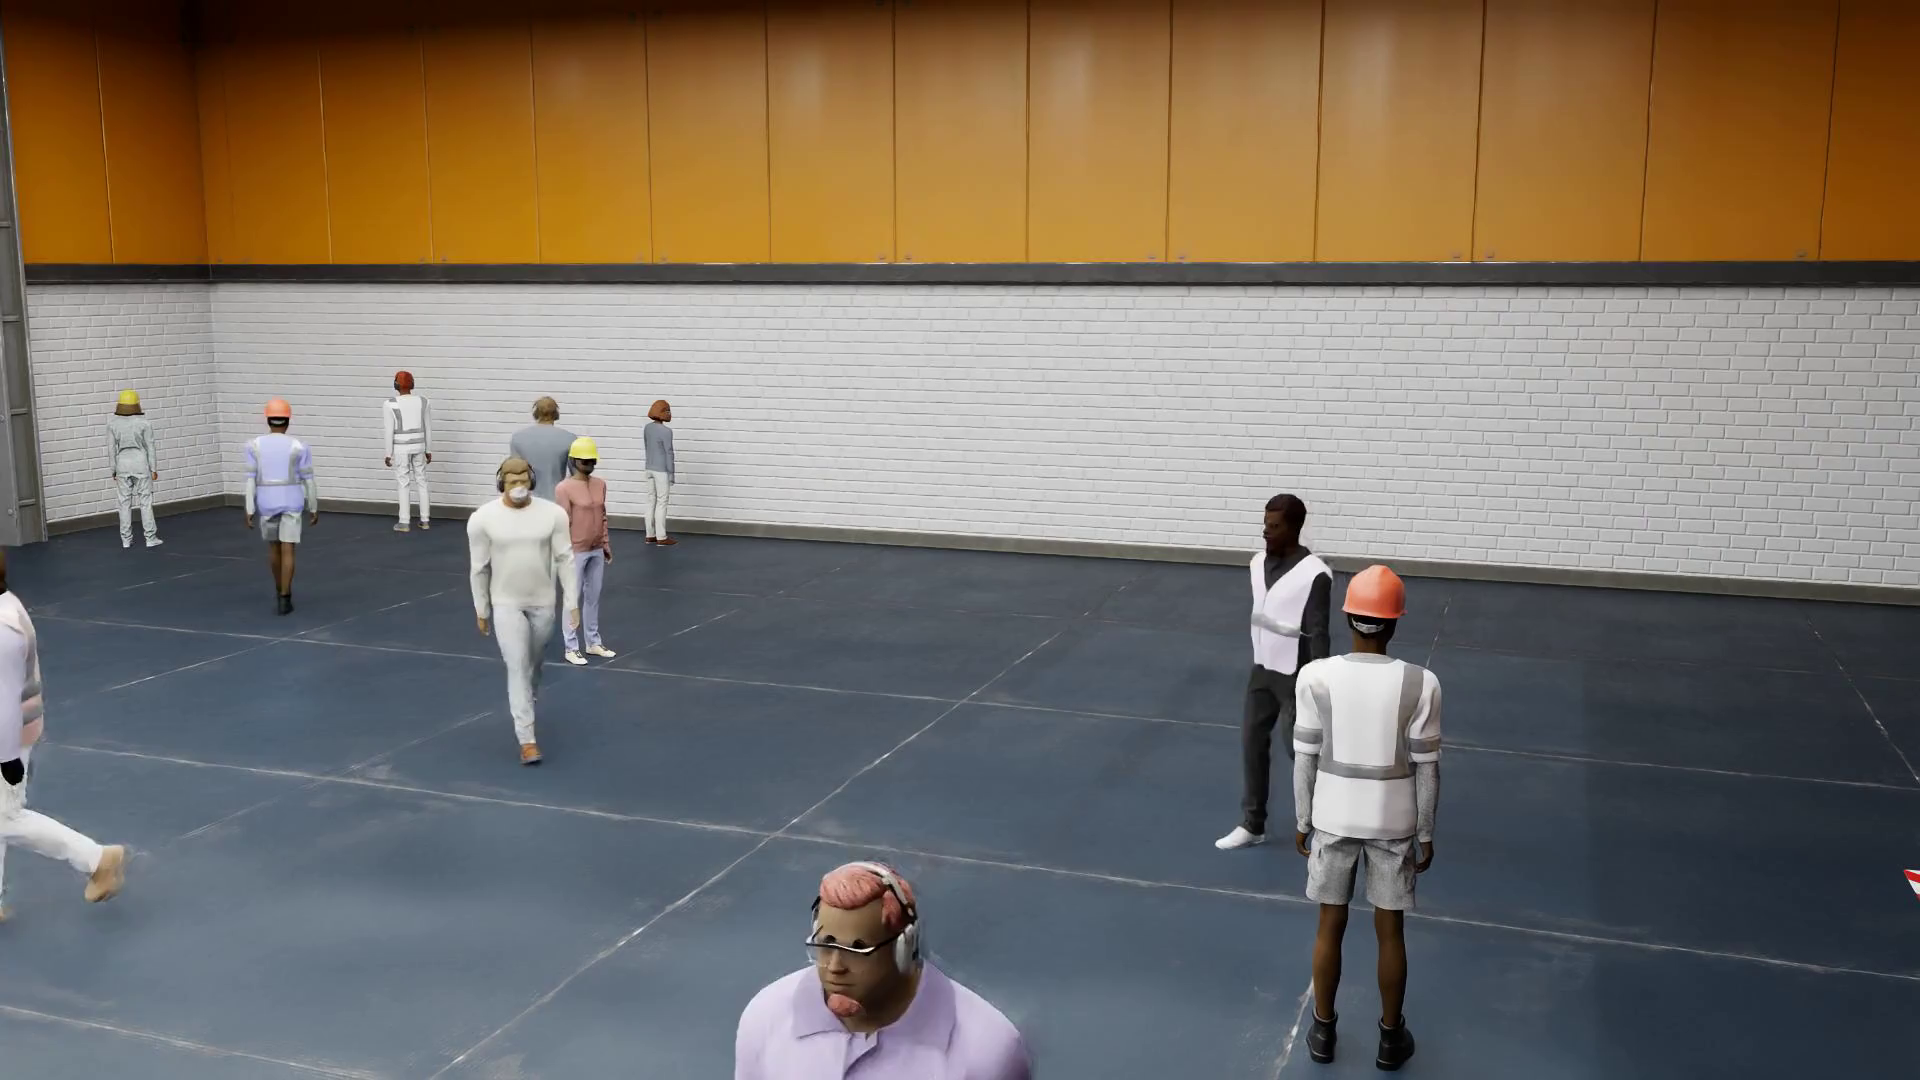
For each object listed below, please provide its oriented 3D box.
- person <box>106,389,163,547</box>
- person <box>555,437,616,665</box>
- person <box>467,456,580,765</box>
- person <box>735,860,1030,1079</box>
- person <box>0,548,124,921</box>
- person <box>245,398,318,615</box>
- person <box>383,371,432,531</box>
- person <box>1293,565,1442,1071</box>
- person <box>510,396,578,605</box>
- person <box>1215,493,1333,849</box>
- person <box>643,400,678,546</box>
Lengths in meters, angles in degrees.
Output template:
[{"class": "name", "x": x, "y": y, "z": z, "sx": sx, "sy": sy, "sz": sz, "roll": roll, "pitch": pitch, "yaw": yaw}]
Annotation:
[{"class": "person", "x": -9.125, "y": -0.789, "z": 18.372, "sx": 0.493, "sy": 1.746, "sz": 0.282, "roll": -2, "pitch": 9, "yaw": -10}, {"class": "person", "x": -2.911, "y": 0.079, "z": 12.937, "sx": 0.313, "sy": 1.767, "sz": 0.531, "roll": 5, "pitch": 11, "yaw": 30}, {"class": "person", "x": -2.763, "y": 0.403, "z": 10.554, "sx": 0.648, "sy": 1.889, "sz": 1.024, "roll": -4, "pitch": 10, "yaw": -24}, {"class": "person", "x": -0.182, "y": 1.550, "z": 3.555, "sx": 0.663, "sy": 1.856, "sz": 1.005, "roll": 4, "pitch": 10, "yaw": 22}, {"class": "person", "x": -4.376, "y": 0.898, "z": 7.690, "sx": 0.733, "sy": 1.822, "sz": 0.631, "roll": -6, "pitch": 11, "yaw": -32}, {"class": "person", "x": -6.077, "y": -0.324, "z": 14.977, "sx": 0.581, "sy": 1.905, "sz": 0.875, "roll": -1, "pitch": 9, "yaw": -9}, {"class": "person", "x": -6.473, "y": -1.042, "z": 19.519, "sx": 0.576, "sy": 1.885, "sz": 0.355, "roll": -8, "pitch": 12, "yaw": -41}, {"class": "person", "x": 1.542, "y": 1.056, "z": 6.339, "sx": 0.546, "sy": 1.938, "sz": 0.360, "roll": 3, "pitch": 10, "yaw": 17}, {"class": "person", "x": -3.755, "y": -0.371, "z": 15.287, "sx": 0.659, "sy": 1.899, "sz": 0.968, "roll": 0, "pitch": 9, "yaw": -1}, {"class": "person", "x": 1.773, "y": 0.686, "z": 8.786, "sx": 0.827, "sy": 1.896, "sz": 0.596, "roll": -5, "pitch": 10, "yaw": -27}, {"class": "person", "x": -3.341, "y": -0.748, "z": 18.503, "sx": 0.494, "sy": 1.624, "sz": 0.281, "roll": 9, "pitch": 13, "yaw": 43}]
